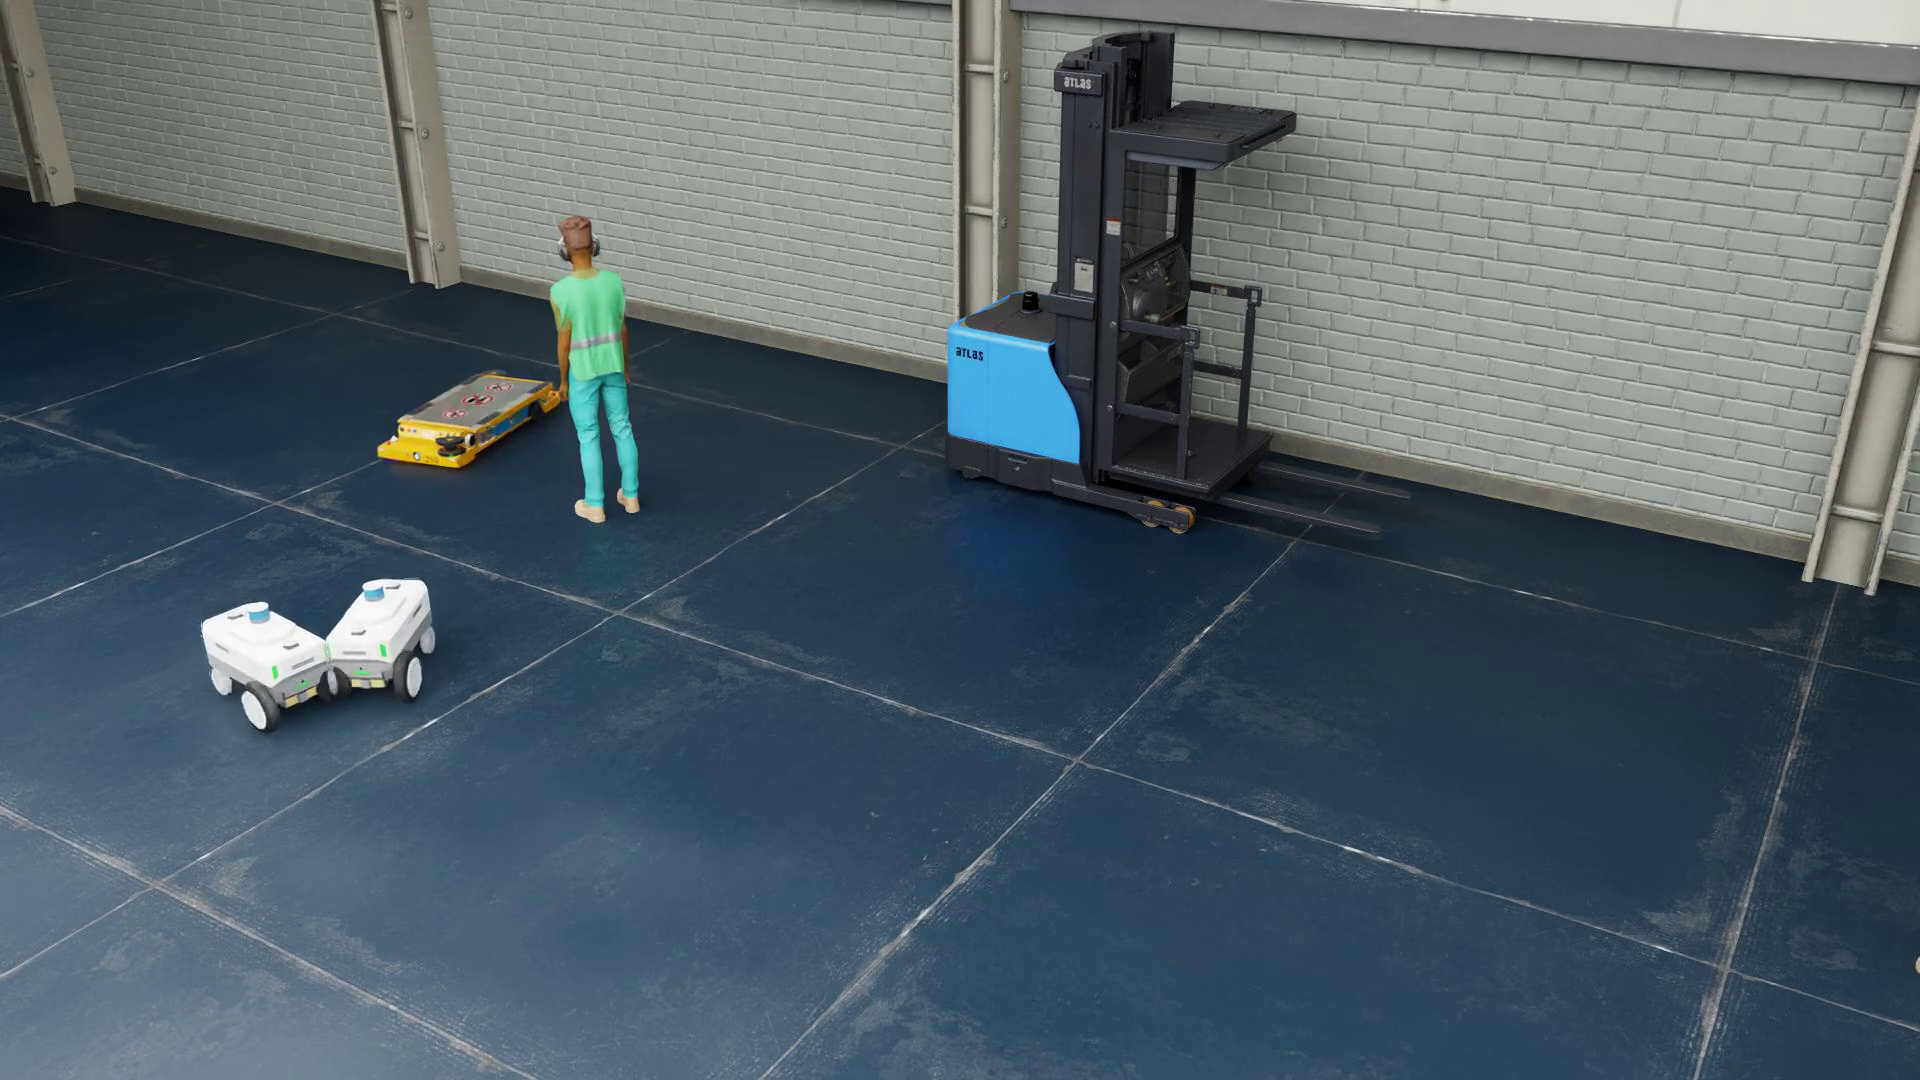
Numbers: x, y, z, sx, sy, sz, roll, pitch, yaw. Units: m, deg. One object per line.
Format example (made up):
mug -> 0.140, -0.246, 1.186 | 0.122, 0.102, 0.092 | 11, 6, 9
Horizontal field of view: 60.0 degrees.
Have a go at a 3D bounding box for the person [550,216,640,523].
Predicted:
person -> -2.306, -1.061, 10.507 | 0.481, 1.979, 0.404 | -16, 30, -31

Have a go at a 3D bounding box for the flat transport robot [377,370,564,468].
flat transport robot -> -3.550, -0.896, 12.153 | 0.659, 0.231, 1.431 | 8, 26, 17

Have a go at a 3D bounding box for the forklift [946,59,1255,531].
forklift -> 0.933, -1.707, 10.833 | 1.873, 2.768, 1.129 | 15, 29, 28

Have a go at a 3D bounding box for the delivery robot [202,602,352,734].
delivery robot -> -3.578, 0.622, 8.627 | 0.814, 0.611, 0.499 | 18, 31, 34

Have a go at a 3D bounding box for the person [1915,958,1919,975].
person -> 4.125, 1.032, 6.354 | 0.460, 1.730, 0.572 | 15, 29, 28

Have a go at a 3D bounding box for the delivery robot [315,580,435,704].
delivery robot -> -3.084, 0.524, 8.831 | 0.499, 0.608, 0.793 | 1, 25, 2
